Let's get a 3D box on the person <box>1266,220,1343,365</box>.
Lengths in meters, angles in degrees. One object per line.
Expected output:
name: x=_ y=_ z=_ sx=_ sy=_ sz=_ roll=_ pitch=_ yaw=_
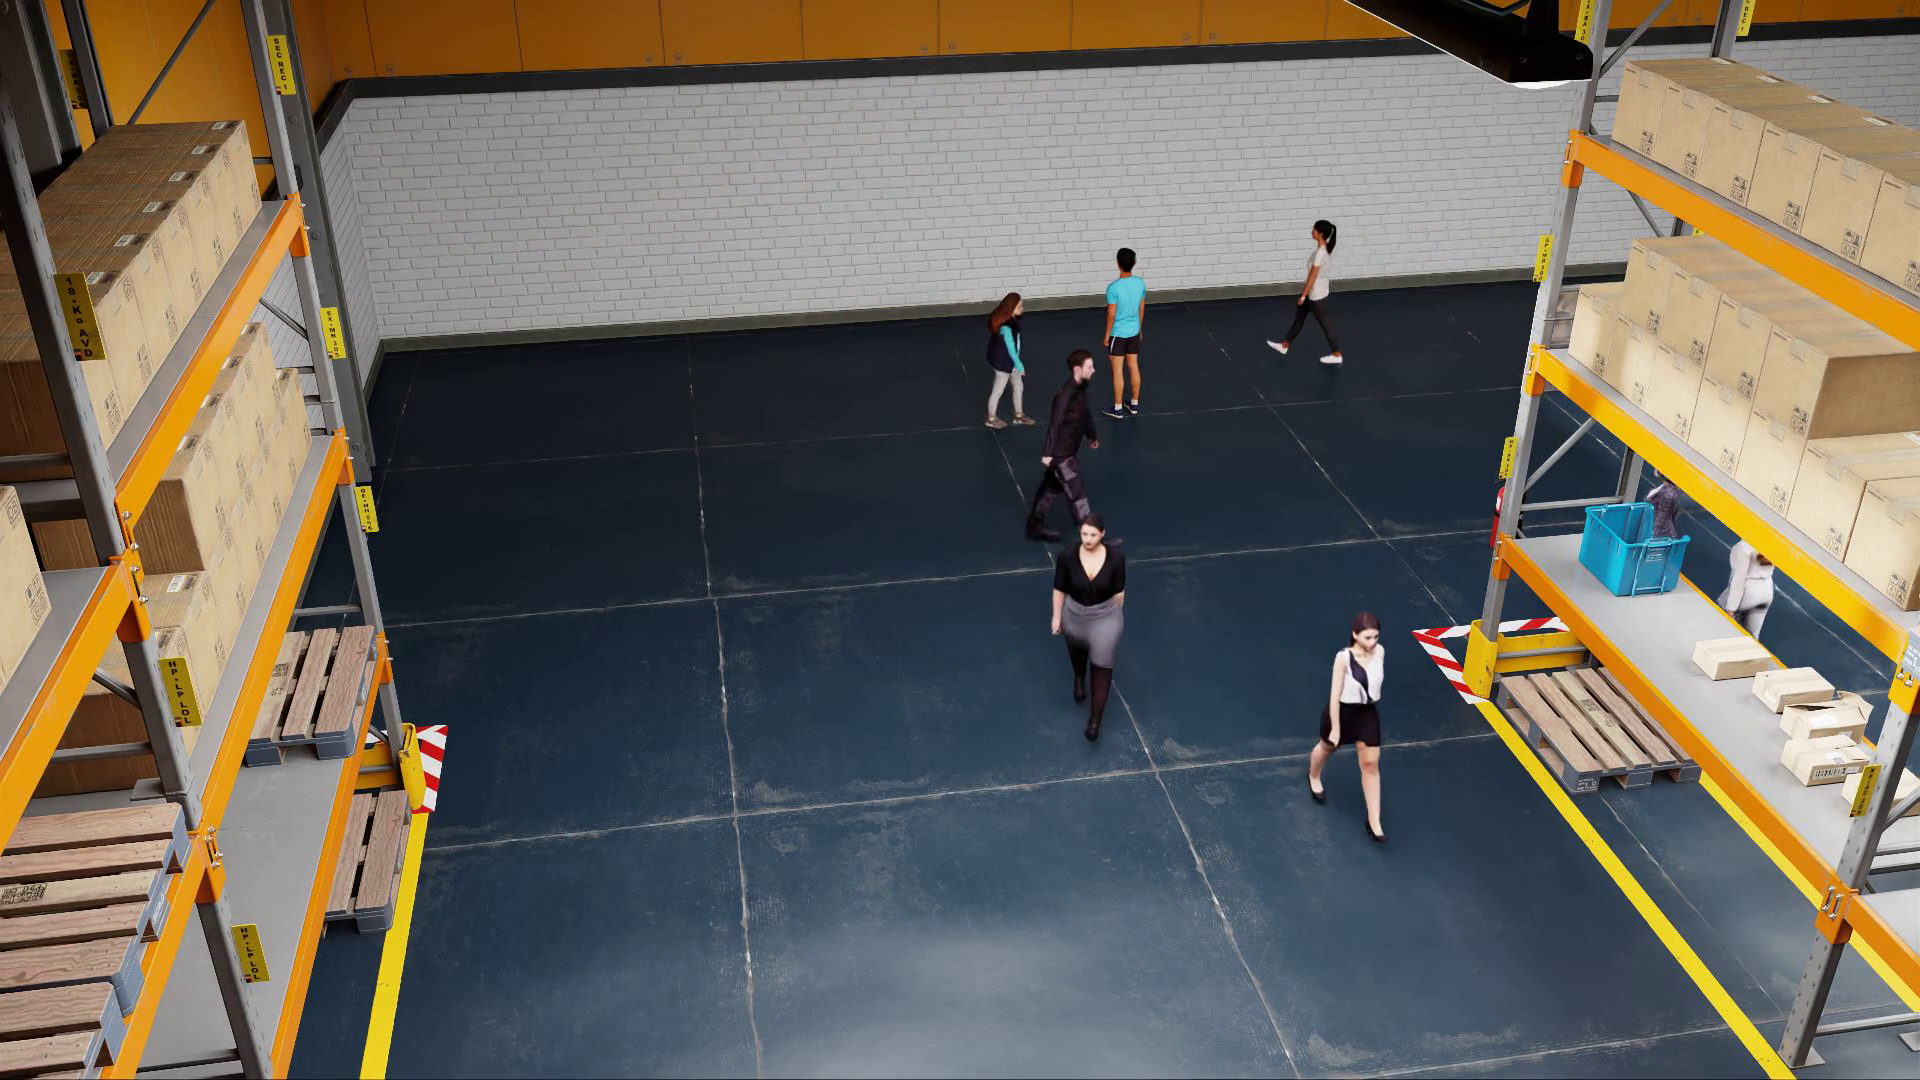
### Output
person: x=3.989 y=-2.661 z=18.179 sx=0.993 sy=1.595 sz=1.106 roll=9 pitch=30 yaw=16

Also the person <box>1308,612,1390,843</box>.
person: x=2.564 y=1.170 z=11.148 sx=0.731 sy=1.602 sz=1.125 roll=-11 pitch=30 yaw=-19

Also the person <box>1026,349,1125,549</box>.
person: x=0.830 y=-0.757 z=14.413 sx=1.105 sy=1.860 sz=1.215 roll=8 pitch=30 yaw=15

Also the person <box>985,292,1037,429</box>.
person: x=0.385 y=-1.796 z=16.720 sx=0.798 sy=1.474 sz=0.783 roll=6 pitch=29 yaw=11

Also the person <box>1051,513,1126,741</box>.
person: x=0.953 y=0.536 z=12.196 sx=0.926 sy=1.712 sz=1.192 roll=4 pitch=29 yaw=8

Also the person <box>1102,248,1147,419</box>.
person: x=1.687 y=-2.112 z=16.986 sx=0.679 sy=1.775 sz=0.629 roll=-16 pitch=32 yaw=-26
